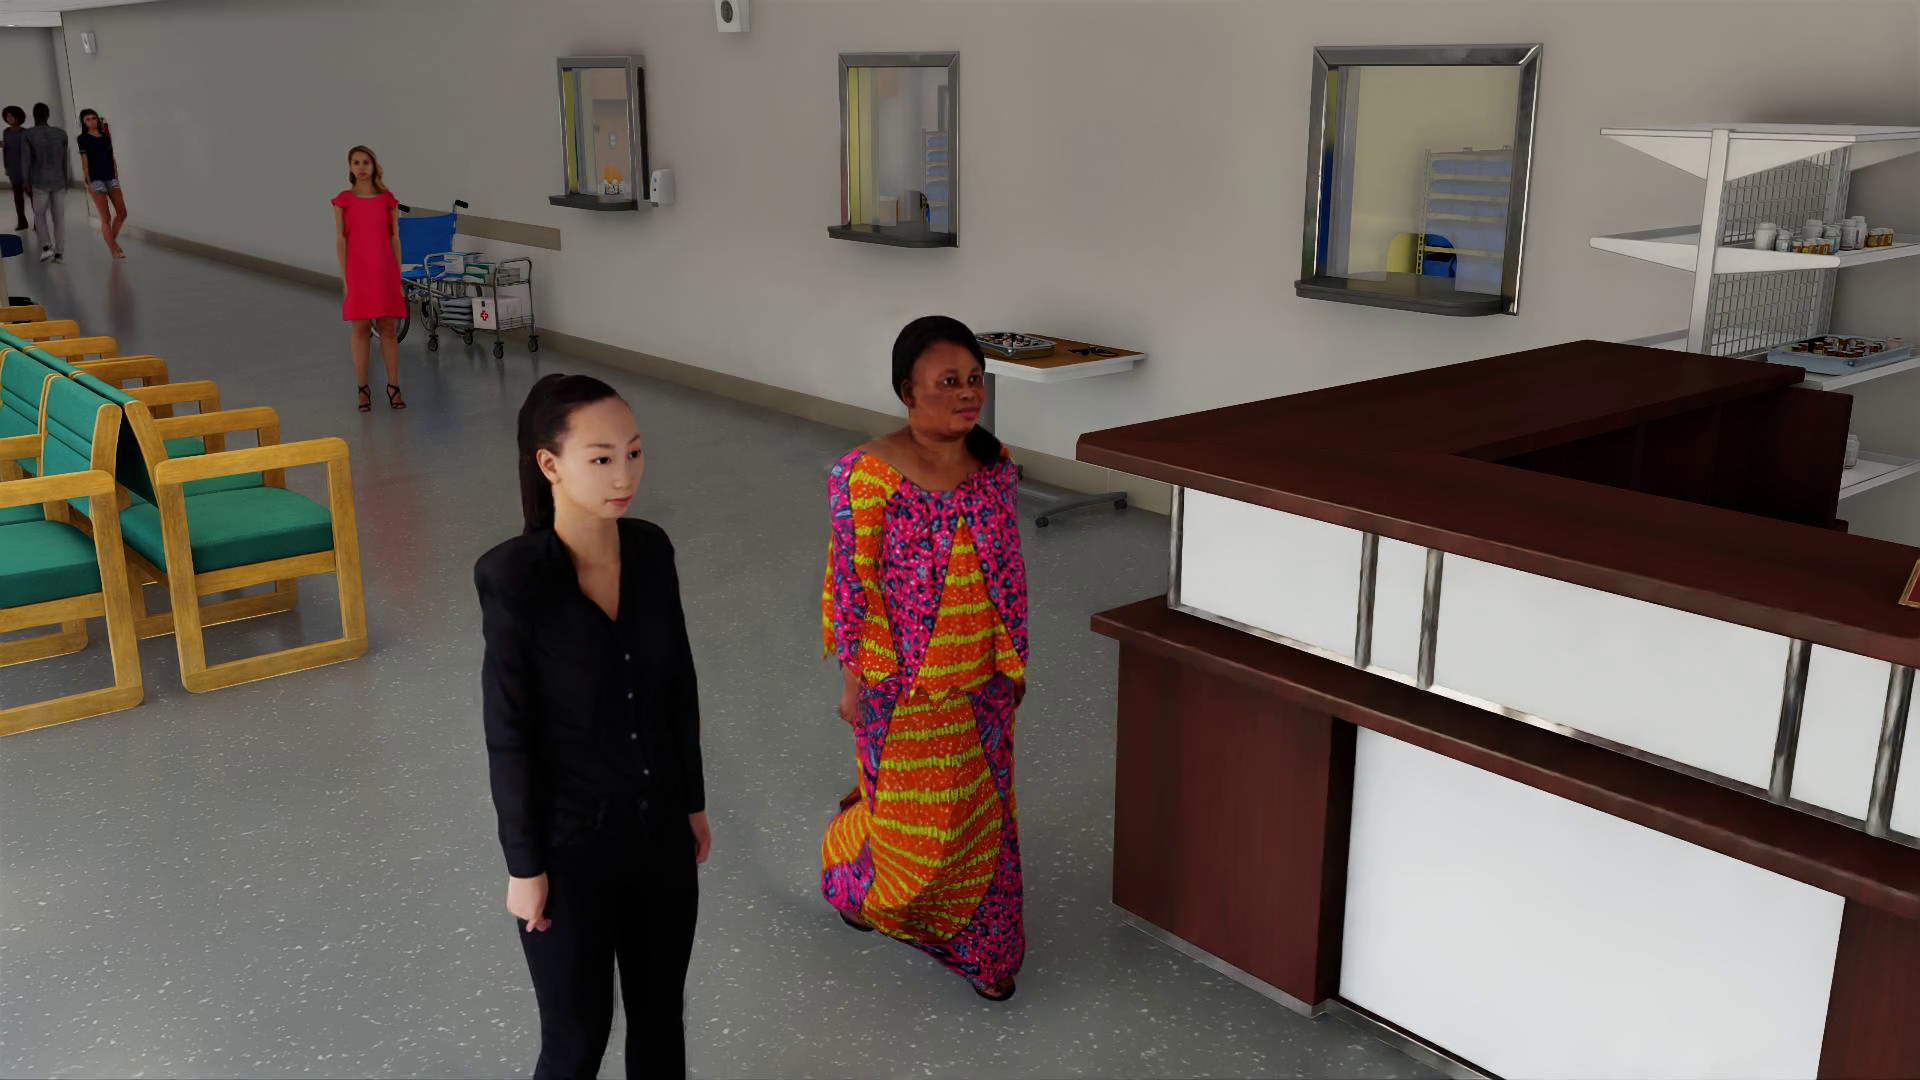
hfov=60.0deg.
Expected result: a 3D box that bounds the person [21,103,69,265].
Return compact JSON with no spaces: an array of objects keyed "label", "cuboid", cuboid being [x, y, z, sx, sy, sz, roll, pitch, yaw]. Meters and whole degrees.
[{"label":"person","cuboid":[-10.496,-4.102,19.225,0.762,1.818,0.572,14,21,40]}]

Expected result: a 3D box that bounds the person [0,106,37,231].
[{"label":"person","cuboid":[-13.267,-5.256,23.516,0.642,1.710,0.727,0,16,-2]}]

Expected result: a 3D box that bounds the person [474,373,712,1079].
[{"label":"person","cuboid":[-0.632,0.547,2.928,0.664,1.712,0.473,13,20,39]}]

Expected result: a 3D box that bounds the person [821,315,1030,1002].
[{"label":"person","cuboid":[-0.086,0.280,3.980,0.811,1.655,0.742,-11,19,-34]}]

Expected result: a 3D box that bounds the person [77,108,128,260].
[{"label":"person","cuboid":[-10.251,-4.226,19.795,0.736,1.746,0.658,10,18,31]}]

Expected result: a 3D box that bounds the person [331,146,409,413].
[{"label":"person","cuboid":[-3.875,-1.725,10.961,0.562,1.728,0.687,-7,17,-22]}]
